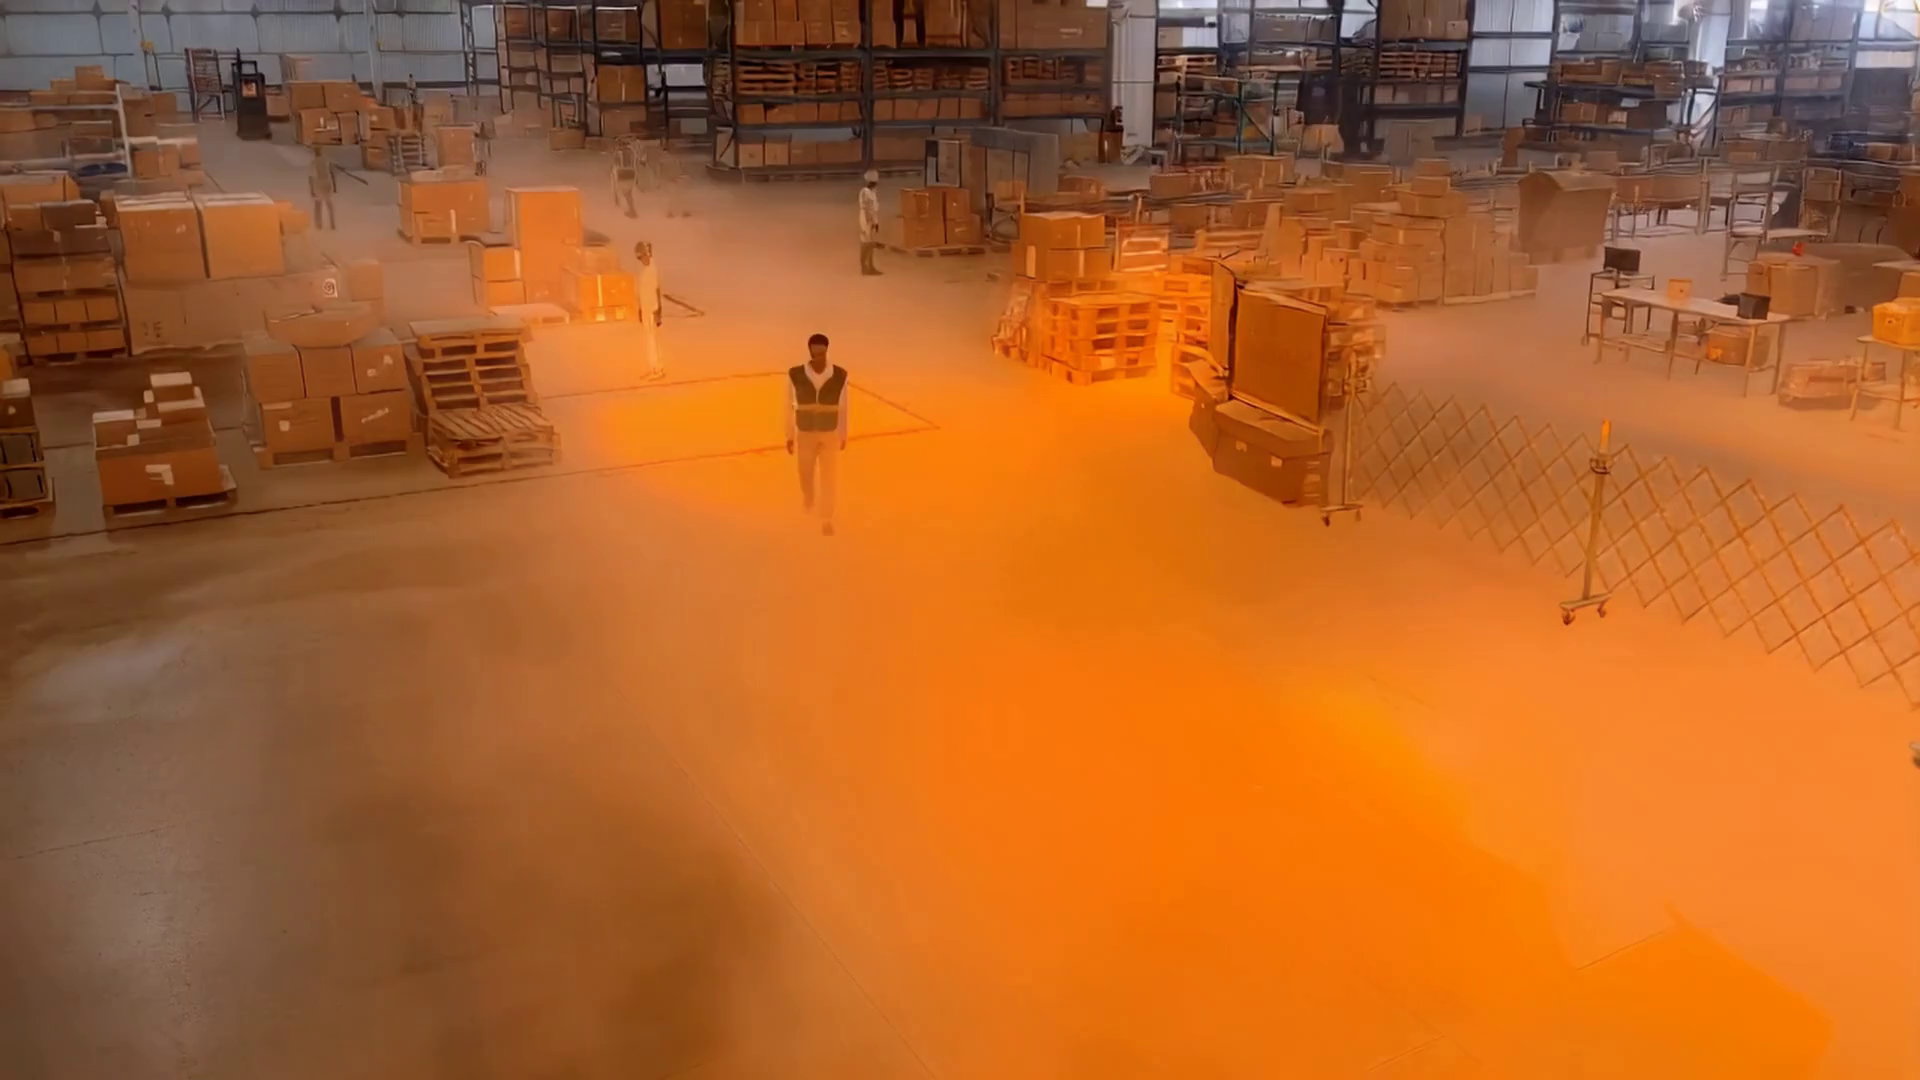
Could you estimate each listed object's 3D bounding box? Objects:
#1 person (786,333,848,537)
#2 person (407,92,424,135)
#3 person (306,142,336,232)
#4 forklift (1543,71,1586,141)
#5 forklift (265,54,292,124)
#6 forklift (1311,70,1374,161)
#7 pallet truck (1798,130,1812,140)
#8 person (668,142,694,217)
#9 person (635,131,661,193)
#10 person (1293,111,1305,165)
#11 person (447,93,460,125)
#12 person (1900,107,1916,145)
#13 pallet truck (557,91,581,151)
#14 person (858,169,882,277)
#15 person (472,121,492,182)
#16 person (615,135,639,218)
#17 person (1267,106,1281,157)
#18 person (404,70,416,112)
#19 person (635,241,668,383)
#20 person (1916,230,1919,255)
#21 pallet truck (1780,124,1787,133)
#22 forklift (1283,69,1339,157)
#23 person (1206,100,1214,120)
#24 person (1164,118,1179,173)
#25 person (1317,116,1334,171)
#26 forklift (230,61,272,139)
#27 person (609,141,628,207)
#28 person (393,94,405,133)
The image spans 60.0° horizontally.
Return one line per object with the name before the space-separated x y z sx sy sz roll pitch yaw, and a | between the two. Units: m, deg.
person | -1.336 -1.033 15.633 0.594 1.896 0.730 -2 18 -6
person | -19.140 -14.785 58.525 0.565 1.891 0.703 -16 24 -41
person | -14.071 -7.792 36.692 0.620 1.905 1.012 -12 21 -33
forklift | 18.685 -13.231 52.085 1.873 2.768 1.129 -9 20 -26
forklift | -28.519 -19.119 70.438 1.873 2.768 1.129 -9 20 -26
forklift | 12.253 -13.450 52.765 1.873 2.768 1.129 8 19 24
pallet truck | 25.526 -11.556 49.408 1.630 1.274 0.653 -9 20 -26
person | -6.575 -8.416 38.925 0.742 1.723 0.522 3 18 10
person | -8.310 -9.995 44.035 0.785 1.601 0.536 4 18 11
person | 10.612 -12.559 51.994 0.280 1.636 0.500 16 24 40
person | -18.050 -15.076 59.541 0.650 1.825 0.631 -8 19 -23
person | 29.671 -12.669 52.149 0.527 1.754 0.455 -7 19 -20
pallet truck | -13.495 -14.412 57.188 0.823 1.965 1.885 -3 18 -9
person | -1.629 -5.804 30.456 0.376 1.933 0.545 9 20 27
person | -13.463 -10.921 46.806 0.320 1.691 0.531 15 23 39
person | -7.701 -8.438 38.698 0.545 1.919 0.778 -13 22 -36
person | 10.095 -13.041 53.340 0.536 1.736 0.549 -9 20 -25
person | -25.742 -21.039 77.944 0.553 1.935 0.364 -1 18 -2
person | -4.073 -2.989 21.807 0.500 1.861 0.328 17 24 42
person | 19.349 -6.567 32.996 0.590 1.833 0.404 -1 18 -2
pallet truck | 25.206 -12.542 52.601 1.601 1.201 0.680 0 18 -2
forklift | 11.615 -13.871 54.079 1.129 2.768 1.873 -9 20 -27
person | 9.655 -16.363 63.774 0.477 1.678 0.542 -17 24 -42
person | 5.723 -10.371 44.723 0.790 1.911 0.552 -7 19 -21
person | 10.980 -11.926 50.023 0.499 1.634 0.285 -2 18 -8
forklift | -26.770 -16.604 62.599 1.129 2.768 1.873 -9 20 -27
person | -8.416 -9.066 41.191 0.511 1.581 0.900 0 18 -1
person | -18.505 -13.706 54.991 0.388 1.992 0.625 -12 21 -33
